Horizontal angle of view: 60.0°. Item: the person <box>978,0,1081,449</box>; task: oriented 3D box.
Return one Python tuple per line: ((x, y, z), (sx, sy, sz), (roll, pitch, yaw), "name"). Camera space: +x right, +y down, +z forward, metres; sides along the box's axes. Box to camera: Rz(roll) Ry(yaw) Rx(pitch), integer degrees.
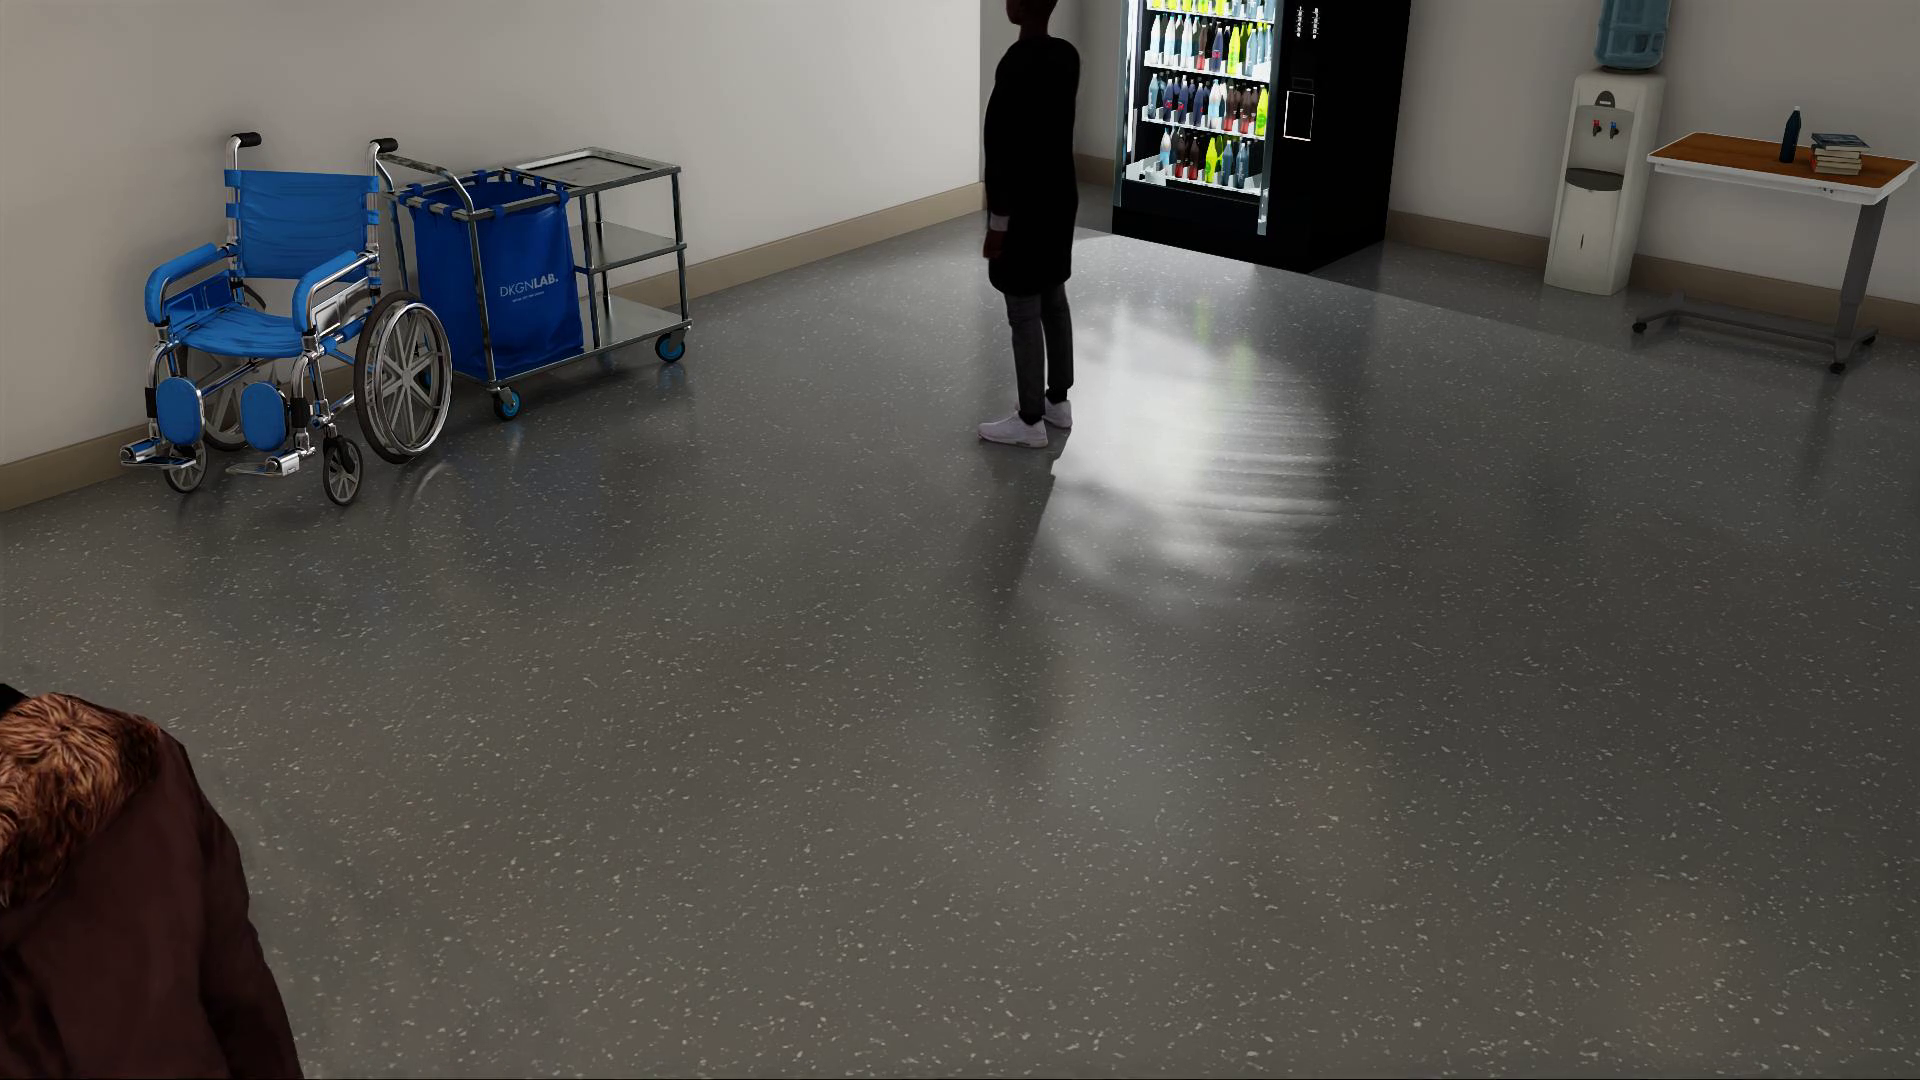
((0.282, -1.213, 6.146), (0.581, 1.761, 0.658), (16, 30, 30), "person")
